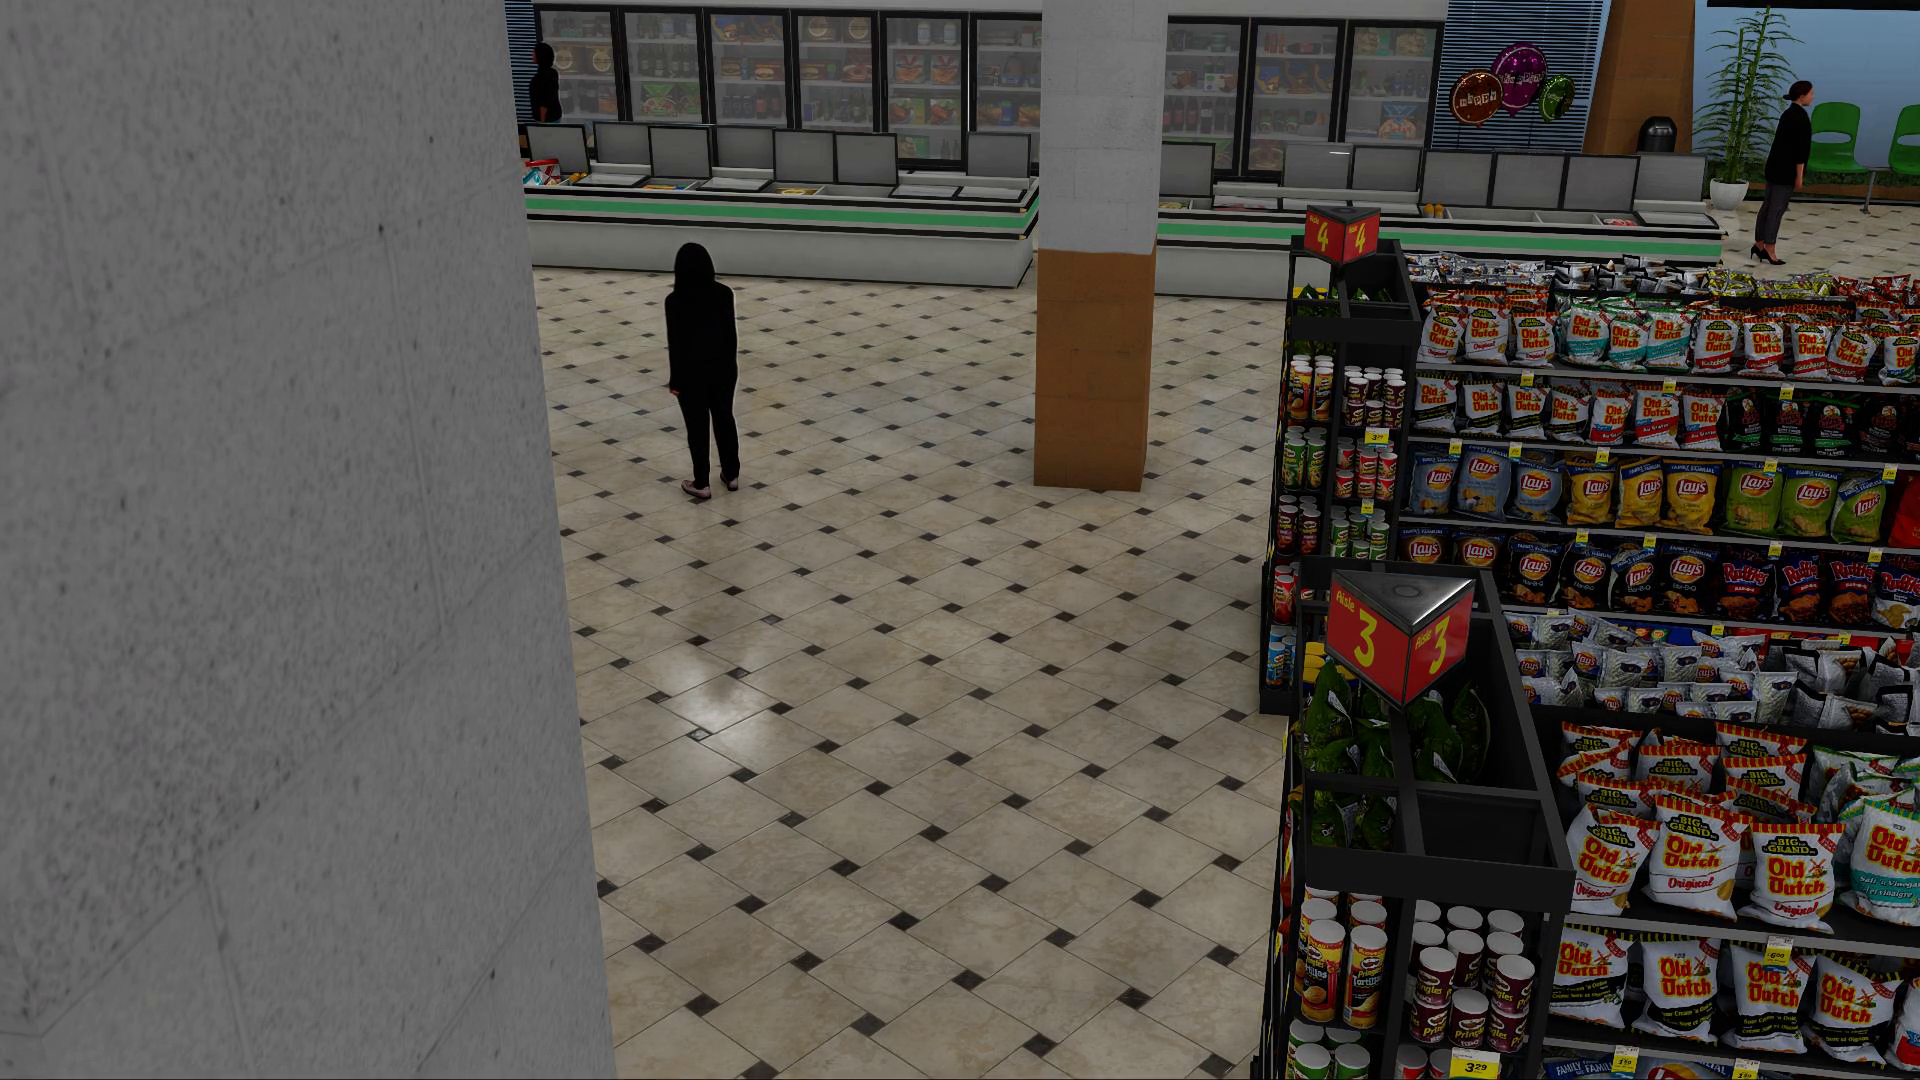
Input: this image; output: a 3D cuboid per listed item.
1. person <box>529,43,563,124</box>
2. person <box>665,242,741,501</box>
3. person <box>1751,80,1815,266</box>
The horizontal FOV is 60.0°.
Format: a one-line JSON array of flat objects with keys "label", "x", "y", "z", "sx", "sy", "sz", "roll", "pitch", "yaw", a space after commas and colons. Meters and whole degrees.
[{"label": "person", "x": -4.589, "y": -4.677, "z": 18.581, "sx": 0.531, "sy": 1.700, "sz": 0.569, "roll": 5, "pitch": 24, "yaw": 11}, {"label": "person", "x": -1.605, "y": -1.060, "z": 10.420, "sx": 0.773, "sy": 1.616, "sz": 0.823, "roll": -18, "pitch": 29, "yaw": -35}, {"label": "person", "x": 7.871, "y": -3.516, "z": 15.904, "sx": 0.614, "sy": 1.719, "sz": 0.677, "roll": 0, "pitch": 24, "yaw": 1}]
